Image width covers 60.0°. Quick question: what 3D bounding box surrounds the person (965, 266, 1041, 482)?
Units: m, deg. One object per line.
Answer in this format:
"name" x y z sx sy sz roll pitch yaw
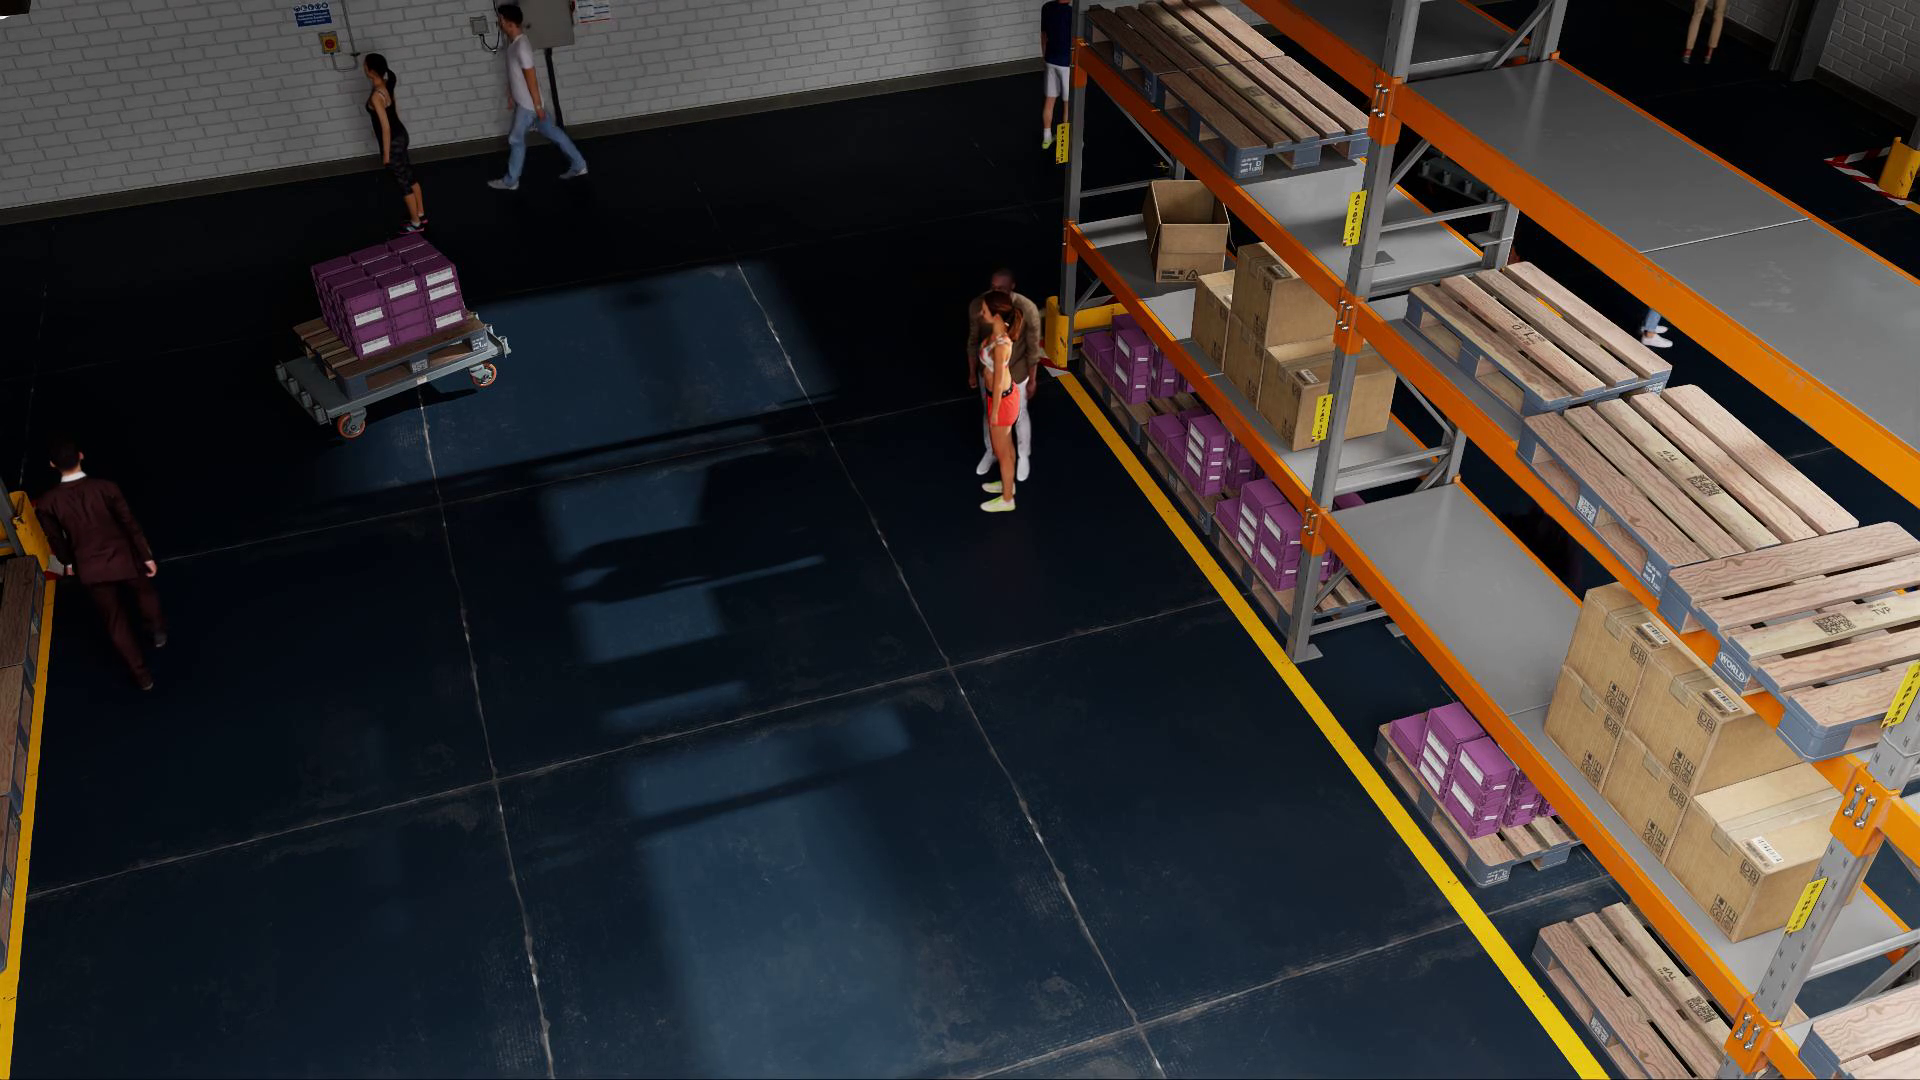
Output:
"person" 0.334 -1.247 12.309 0.821 1.810 0.828 9 39 11

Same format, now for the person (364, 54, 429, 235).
"person" -5.235 -3.674 15.412 0.699 1.729 0.588 2 39 3

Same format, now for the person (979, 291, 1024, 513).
"person" 0.306 -1.001 12.020 0.700 1.786 0.584 2 39 3

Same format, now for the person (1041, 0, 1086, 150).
"person" 1.025 -4.803 16.743 0.689 1.834 0.786 24 44 27

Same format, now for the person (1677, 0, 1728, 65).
"person" 8.438 -6.248 18.536 0.689 1.854 0.663 1 39 1

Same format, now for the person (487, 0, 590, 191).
"person" -4.067 -4.255 16.074 0.896 1.812 1.206 -7 39 -9

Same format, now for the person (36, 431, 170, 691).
"person" -5.364 0.194 10.479 0.743 1.841 0.956 -16 41 -19
